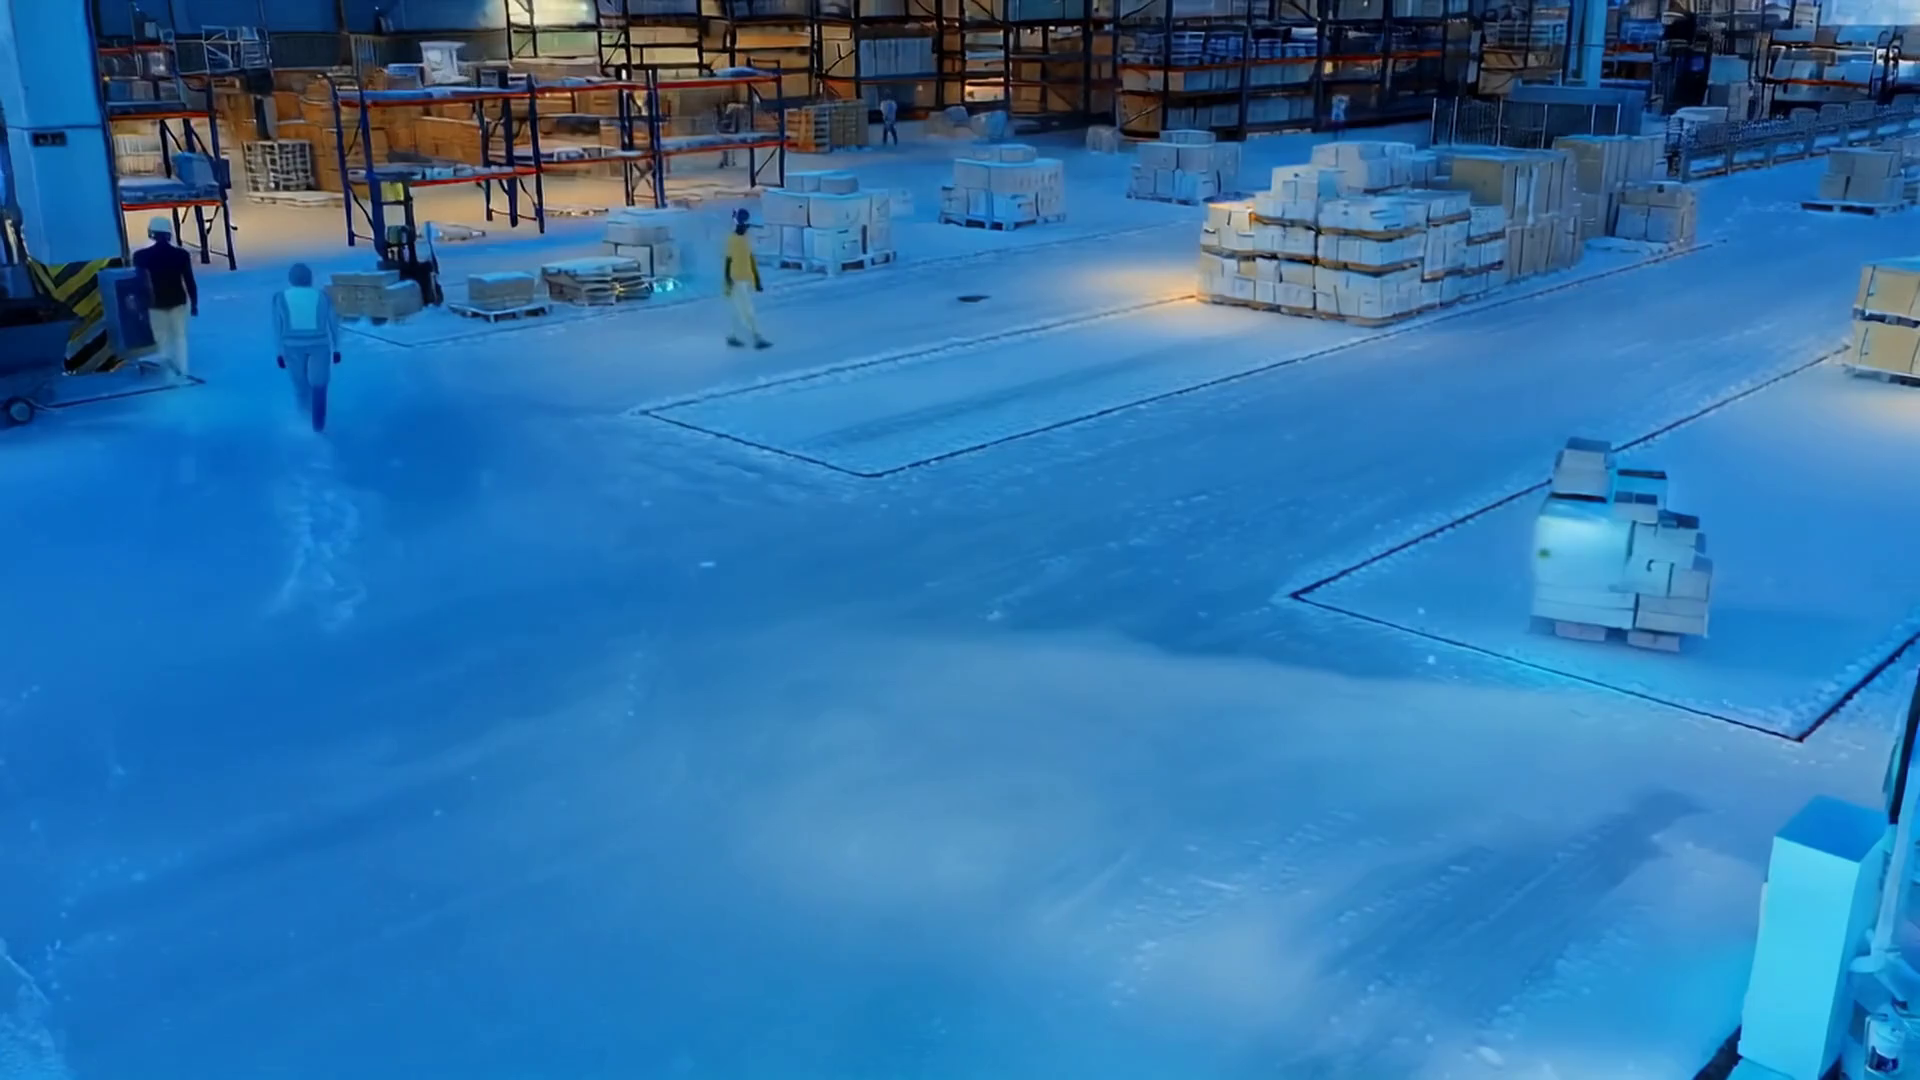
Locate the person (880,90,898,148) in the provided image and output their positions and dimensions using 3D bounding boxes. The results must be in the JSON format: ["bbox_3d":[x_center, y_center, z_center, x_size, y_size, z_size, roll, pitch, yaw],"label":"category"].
[{"bbox_3d":[-2.099,-12.381,48.972,0.545,1.668,0.690,-8,20,-24],"label":"person"}]

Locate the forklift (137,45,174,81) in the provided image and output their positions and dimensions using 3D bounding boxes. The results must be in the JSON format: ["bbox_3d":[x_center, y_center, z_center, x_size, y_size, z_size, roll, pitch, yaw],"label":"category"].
[{"bbox_3d":[-25.082,-14.076,52.191,1.129,2.768,1.873,-11,21,-29],"label":"forklift"}]

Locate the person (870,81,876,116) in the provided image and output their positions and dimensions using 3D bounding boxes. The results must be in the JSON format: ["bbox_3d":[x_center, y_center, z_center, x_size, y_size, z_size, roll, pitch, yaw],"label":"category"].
[{"bbox_3d":[-3.362,-16.597,61.242,0.629,1.947,0.552,14,23,37],"label":"person"}]

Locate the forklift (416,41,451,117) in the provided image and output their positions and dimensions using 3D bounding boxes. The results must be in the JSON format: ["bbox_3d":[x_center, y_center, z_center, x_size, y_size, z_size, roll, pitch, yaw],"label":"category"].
[{"bbox_3d":[-17.743,-15.541,56.603,1.873,2.768,1.129,16,24,41],"label":"forklift"}]

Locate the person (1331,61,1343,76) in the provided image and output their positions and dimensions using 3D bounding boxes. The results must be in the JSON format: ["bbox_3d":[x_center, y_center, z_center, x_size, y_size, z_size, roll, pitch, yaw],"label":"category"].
[{"bbox_3d":[15.260,-18.470,66.984,0.646,1.892,0.436,-8,20,-22],"label":"person"}]

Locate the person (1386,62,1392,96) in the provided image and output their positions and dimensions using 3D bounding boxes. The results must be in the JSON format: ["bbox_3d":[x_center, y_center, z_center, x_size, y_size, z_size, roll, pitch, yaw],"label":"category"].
[{"bbox_3d":[17.047,-18.292,66.687,0.900,1.717,0.540,-7,20,-20],"label":"person"}]

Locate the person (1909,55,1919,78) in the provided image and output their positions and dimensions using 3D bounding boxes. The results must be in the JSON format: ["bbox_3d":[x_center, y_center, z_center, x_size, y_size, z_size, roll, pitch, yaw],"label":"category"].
[{"bbox_3d":[42.664,-20.756,74.166,0.570,1.694,0.928,-6,19,-17],"label":"person"}]

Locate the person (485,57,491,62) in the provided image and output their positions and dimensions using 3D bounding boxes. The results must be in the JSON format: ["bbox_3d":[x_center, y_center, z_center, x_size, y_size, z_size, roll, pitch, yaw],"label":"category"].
[{"bbox_3d":[-18.318,-17.803,64.842,0.665,1.963,0.796,0,18,0],"label":"person"}]

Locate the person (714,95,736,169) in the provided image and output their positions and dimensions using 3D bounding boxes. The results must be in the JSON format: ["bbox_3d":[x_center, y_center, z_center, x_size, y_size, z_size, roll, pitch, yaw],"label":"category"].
[{"bbox_3d":[-6.100,-10.612,43.279,0.589,1.910,0.396,1,18,3],"label":"person"}]

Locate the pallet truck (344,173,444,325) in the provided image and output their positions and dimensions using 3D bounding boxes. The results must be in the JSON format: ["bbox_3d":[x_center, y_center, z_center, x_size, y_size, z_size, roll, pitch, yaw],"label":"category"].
[{"bbox_3d":[-8.209,-4.181,23.757,0.823,1.965,1.885,3,19,9],"label":"pallet truck"}]

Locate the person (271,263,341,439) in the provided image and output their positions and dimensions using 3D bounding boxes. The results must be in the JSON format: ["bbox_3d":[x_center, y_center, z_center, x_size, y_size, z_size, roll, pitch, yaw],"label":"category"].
[{"bbox_3d":[-6.866,-2.020,17.550,0.649,1.800,0.910,-6,19,-18],"label":"person"}]

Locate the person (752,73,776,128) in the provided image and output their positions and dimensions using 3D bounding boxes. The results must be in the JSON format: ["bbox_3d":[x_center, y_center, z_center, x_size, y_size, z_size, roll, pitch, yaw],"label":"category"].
[{"bbox_3d":[-6.720,-14.792,55.960,1.016,1.852,0.645,13,22,34],"label":"person"}]

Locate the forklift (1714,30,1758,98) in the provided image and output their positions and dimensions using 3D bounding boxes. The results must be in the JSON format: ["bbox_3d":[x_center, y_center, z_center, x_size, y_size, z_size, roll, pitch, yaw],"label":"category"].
[{"bbox_3d":[33.057,-20.138,70.454,1.129,2.768,1.873,17,25,41],"label":"forklift"}]

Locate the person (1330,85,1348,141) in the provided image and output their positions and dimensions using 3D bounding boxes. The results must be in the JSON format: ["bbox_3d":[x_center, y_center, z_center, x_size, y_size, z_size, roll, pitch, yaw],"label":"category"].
[{"bbox_3d":[11.743,-13.194,51.415,0.540,1.679,0.625,17,25,41],"label":"person"}]

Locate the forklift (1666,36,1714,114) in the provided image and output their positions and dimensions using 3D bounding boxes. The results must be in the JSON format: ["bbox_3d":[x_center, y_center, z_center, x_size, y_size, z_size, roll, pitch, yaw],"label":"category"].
[{"bbox_3d":[27.341,-17.291,61.877,1.129,2.768,1.873,17,25,41],"label":"forklift"}]

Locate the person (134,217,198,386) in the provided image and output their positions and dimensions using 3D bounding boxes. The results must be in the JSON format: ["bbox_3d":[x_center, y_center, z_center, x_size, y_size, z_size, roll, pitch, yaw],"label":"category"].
[{"bbox_3d":[-9.399,-2.843,19.768,0.649,1.964,0.741,-7,20,-21],"label":"person"}]

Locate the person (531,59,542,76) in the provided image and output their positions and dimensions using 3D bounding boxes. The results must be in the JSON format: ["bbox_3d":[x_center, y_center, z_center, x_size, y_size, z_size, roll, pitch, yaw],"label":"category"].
[{"bbox_3d":[-16.483,-17.773,64.844,0.881,1.906,0.662,15,23,37],"label":"person"}]

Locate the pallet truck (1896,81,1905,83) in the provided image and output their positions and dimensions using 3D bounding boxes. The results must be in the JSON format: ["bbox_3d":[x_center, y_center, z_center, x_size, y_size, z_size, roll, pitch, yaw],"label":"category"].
[{"bbox_3d":[34.802,-16.331,61.455,0.653,1.274,1.630,17,25,41],"label":"pallet truck"}]

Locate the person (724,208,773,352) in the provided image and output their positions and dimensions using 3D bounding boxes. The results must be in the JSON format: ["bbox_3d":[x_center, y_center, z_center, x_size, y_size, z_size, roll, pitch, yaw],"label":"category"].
[{"bbox_3d":[-2.711,-3.348,21.490,0.859,1.838,0.554,9,20,25],"label":"person"}]

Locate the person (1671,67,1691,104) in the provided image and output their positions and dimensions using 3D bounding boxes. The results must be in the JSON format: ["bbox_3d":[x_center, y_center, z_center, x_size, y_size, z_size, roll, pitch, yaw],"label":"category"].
[{"bbox_3d":[27.960,-17.473,64.356,0.901,1.649,0.540,16,24,39],"label":"person"}]

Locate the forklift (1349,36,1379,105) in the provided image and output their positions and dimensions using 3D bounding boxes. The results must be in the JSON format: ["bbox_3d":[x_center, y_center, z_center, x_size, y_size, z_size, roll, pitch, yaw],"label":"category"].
[{"bbox_3d":[15.032,-17.454,62.369,1.129,2.768,1.873,17,25,41],"label":"forklift"}]

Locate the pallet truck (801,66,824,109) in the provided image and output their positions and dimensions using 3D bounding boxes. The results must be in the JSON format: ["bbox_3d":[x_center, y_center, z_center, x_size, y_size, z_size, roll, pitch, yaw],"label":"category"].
[{"bbox_3d":[-4.812,-15.182,56.903,0.823,1.965,1.885,-9,21,-26],"label":"pallet truck"}]

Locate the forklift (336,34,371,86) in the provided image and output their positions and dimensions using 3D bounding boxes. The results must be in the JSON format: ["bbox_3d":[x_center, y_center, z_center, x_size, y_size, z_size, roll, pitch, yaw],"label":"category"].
[{"bbox_3d":[-23.405,-18.316,64.967,1.129,2.768,1.873,17,25,41],"label":"forklift"}]
